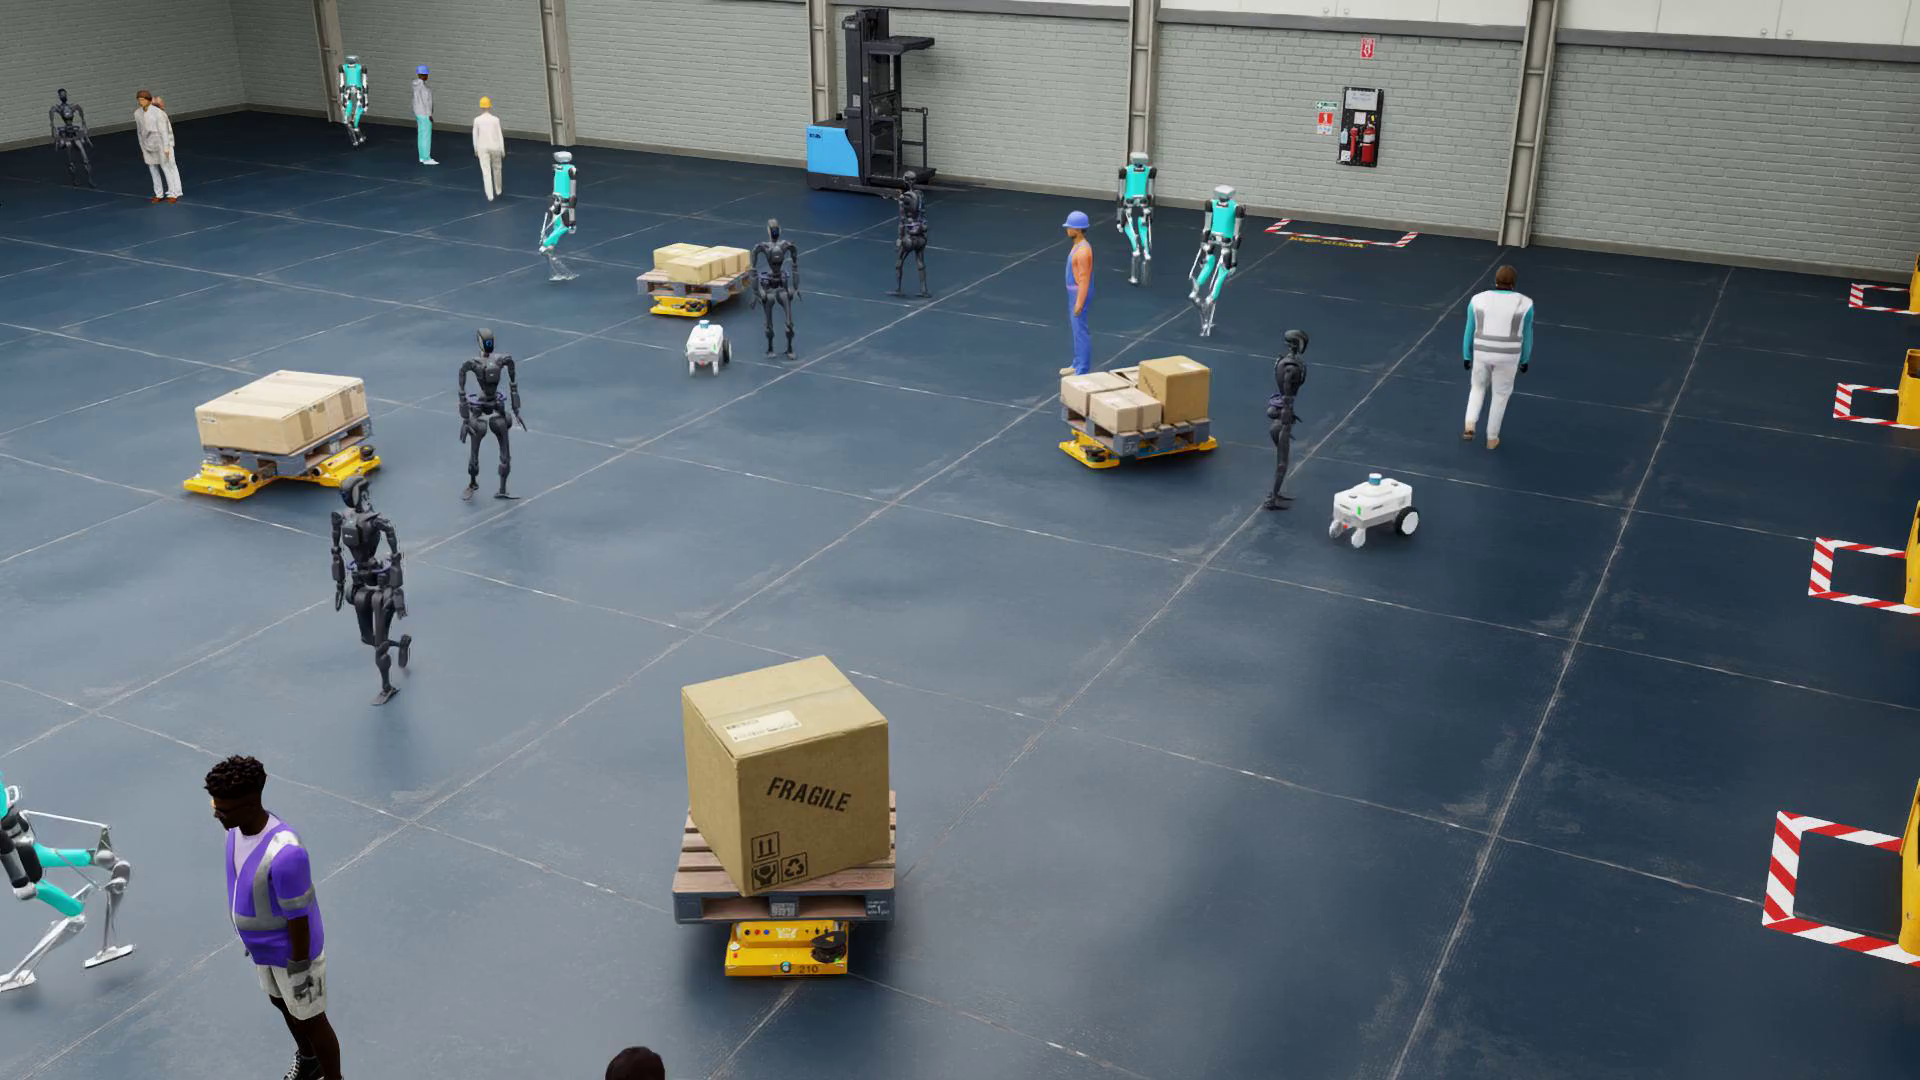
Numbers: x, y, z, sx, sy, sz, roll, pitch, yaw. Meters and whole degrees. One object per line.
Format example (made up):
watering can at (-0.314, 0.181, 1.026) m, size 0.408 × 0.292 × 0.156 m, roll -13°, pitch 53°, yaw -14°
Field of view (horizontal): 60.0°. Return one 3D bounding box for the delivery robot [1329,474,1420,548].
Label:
delivery robot at (3.598, -0.282, 14.469) m, size 0.808 × 0.604 × 0.499 m, roll -15°, pitch 28°, yaw -31°

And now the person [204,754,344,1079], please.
person at (-3.160, 1.854, 7.716) m, size 0.596 × 1.958 × 0.371 m, roll 19°, pitch 30°, yaw 38°

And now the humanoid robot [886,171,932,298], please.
humanoid robot at (-0.649, -3.987, 21.671) m, size 0.567 × 1.639 × 0.615 m, roll 14°, pitch 27°, yaw 30°

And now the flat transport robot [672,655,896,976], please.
flat transport robot at (-0.971, 1.984, 9.543) m, size 0.659 × 0.231 × 1.431 m, roll -1°, pitch 23°, yaw -2°

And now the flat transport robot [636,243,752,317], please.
flat transport robot at (-3.399, -3.167, 21.535) m, size 0.659 × 0.231 × 1.431 m, roll 6°, pitch 24°, yaw 15°

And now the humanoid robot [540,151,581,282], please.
humanoid robot at (-5.444, -4.256, 22.245) m, size 0.820 × 1.783 × 0.554 m, roll -20°, pitch 31°, yaw -39°

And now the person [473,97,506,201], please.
person at (-7.768, -6.460, 27.447) m, size 0.489 × 1.650 × 0.868 m, roll -5°, pitch 24°, yaw -12°

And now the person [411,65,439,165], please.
person at (-9.755, -7.746, 30.313) m, size 0.398 × 1.764 × 0.508 m, roll -14°, pitch 27°, yaw -29°

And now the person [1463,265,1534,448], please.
person at (5.282, -1.795, 16.375) m, size 0.640 × 1.832 × 0.442 m, roll 12°, pitch 26°, yaw 25°

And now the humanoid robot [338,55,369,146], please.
humanoid robot at (-11.519, -8.298, 31.599) m, size 0.566 × 1.722 × 0.993 m, roll -3°, pitch 23°, yaw -6°

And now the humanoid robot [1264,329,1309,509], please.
humanoid robot at (2.923, -1.093, 14.927) m, size 0.324 × 1.649 × 0.614 m, roll 6°, pitch 24°, yaw 14°

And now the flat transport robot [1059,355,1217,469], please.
flat transport robot at (1.745, -0.999, 16.489) m, size 1.431 × 0.231 × 0.659 m, roll -11°, pitch 26°, yaw -24°

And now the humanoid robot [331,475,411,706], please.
humanoid robot at (-4.086, 0.296, 11.701) m, size 0.599 × 1.644 × 0.588 m, roll 8°, pitch 24°, yaw 18°

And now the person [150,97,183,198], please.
person at (-13.200, -6.533, 27.631) m, size 0.308 × 1.638 × 0.521 m, roll -11°, pitch 26°, yaw -24°

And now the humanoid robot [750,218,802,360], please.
humanoid robot at (-2.125, -2.886, 19.106) m, size 0.611 × 1.641 × 0.433 m, roll -9°, pitch 25°, yaw -20°

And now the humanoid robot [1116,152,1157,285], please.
humanoid robot at (2.391, -4.166, 22.121) m, size 0.544 × 1.890 × 0.730 m, roll -6°, pitch 24°, yaw -13°

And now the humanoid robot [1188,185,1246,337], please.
humanoid robot at (3.022, -3.299, 20.117) m, size 0.545 × 1.883 × 0.805 m, roll 17°, pitch 29°, yaw 35°

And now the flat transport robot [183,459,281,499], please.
flat transport robot at (-6.640, -0.752, 15.913) m, size 0.659 × 0.231 × 1.431 m, roll 9°, pitch 25°, yaw 20°

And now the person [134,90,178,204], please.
person at (-13.121, -6.399, 27.098) m, size 0.513 × 1.824 × 0.370 m, roll 2°, pitch 23°, yaw 5°

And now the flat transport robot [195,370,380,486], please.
flat transport robot at (-6.383, -0.767, 15.947) m, size 1.431 × 0.231 × 0.659 m, roll 7°, pitch 24°, yaw 15°

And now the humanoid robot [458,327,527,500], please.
humanoid robot at (-4.278, -1.143, 15.047) m, size 0.607 × 1.647 × 0.455 m, roll -16°, pitch 28°, yaw -33°

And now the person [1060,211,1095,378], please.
person at (1.292, -2.670, 18.300) m, size 0.367 × 1.908 × 0.531 m, roll 0°, pitch 23°, yaw -1°

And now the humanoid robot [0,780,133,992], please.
humanoid robot at (-4.706, 1.591, 8.643) m, size 0.956 × 1.738 × 0.533 m, roll -14°, pitch 27°, yaw -29°

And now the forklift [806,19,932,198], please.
forklift at (-1.573, -7.292, 27.850) m, size 1.873 × 2.768 × 1.129 m, roll 12°, pitch 26°, yaw 25°

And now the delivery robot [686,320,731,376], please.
delivery robot at (-2.892, -2.210, 18.923) m, size 0.499 × 0.577 × 0.769 m, roll -1°, pitch 23°, yaw -1°

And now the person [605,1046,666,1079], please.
person at (-1.085, 2.569, 6.127) m, size 0.654 × 1.901 × 0.726 m, roll -15°, pitch 28°, yaw -32°

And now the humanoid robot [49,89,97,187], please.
humanoid robot at (-15.110, -6.830, 28.298) m, size 0.610 × 1.634 × 0.653 m, roll -18°, pitch 29°, yaw -36°
